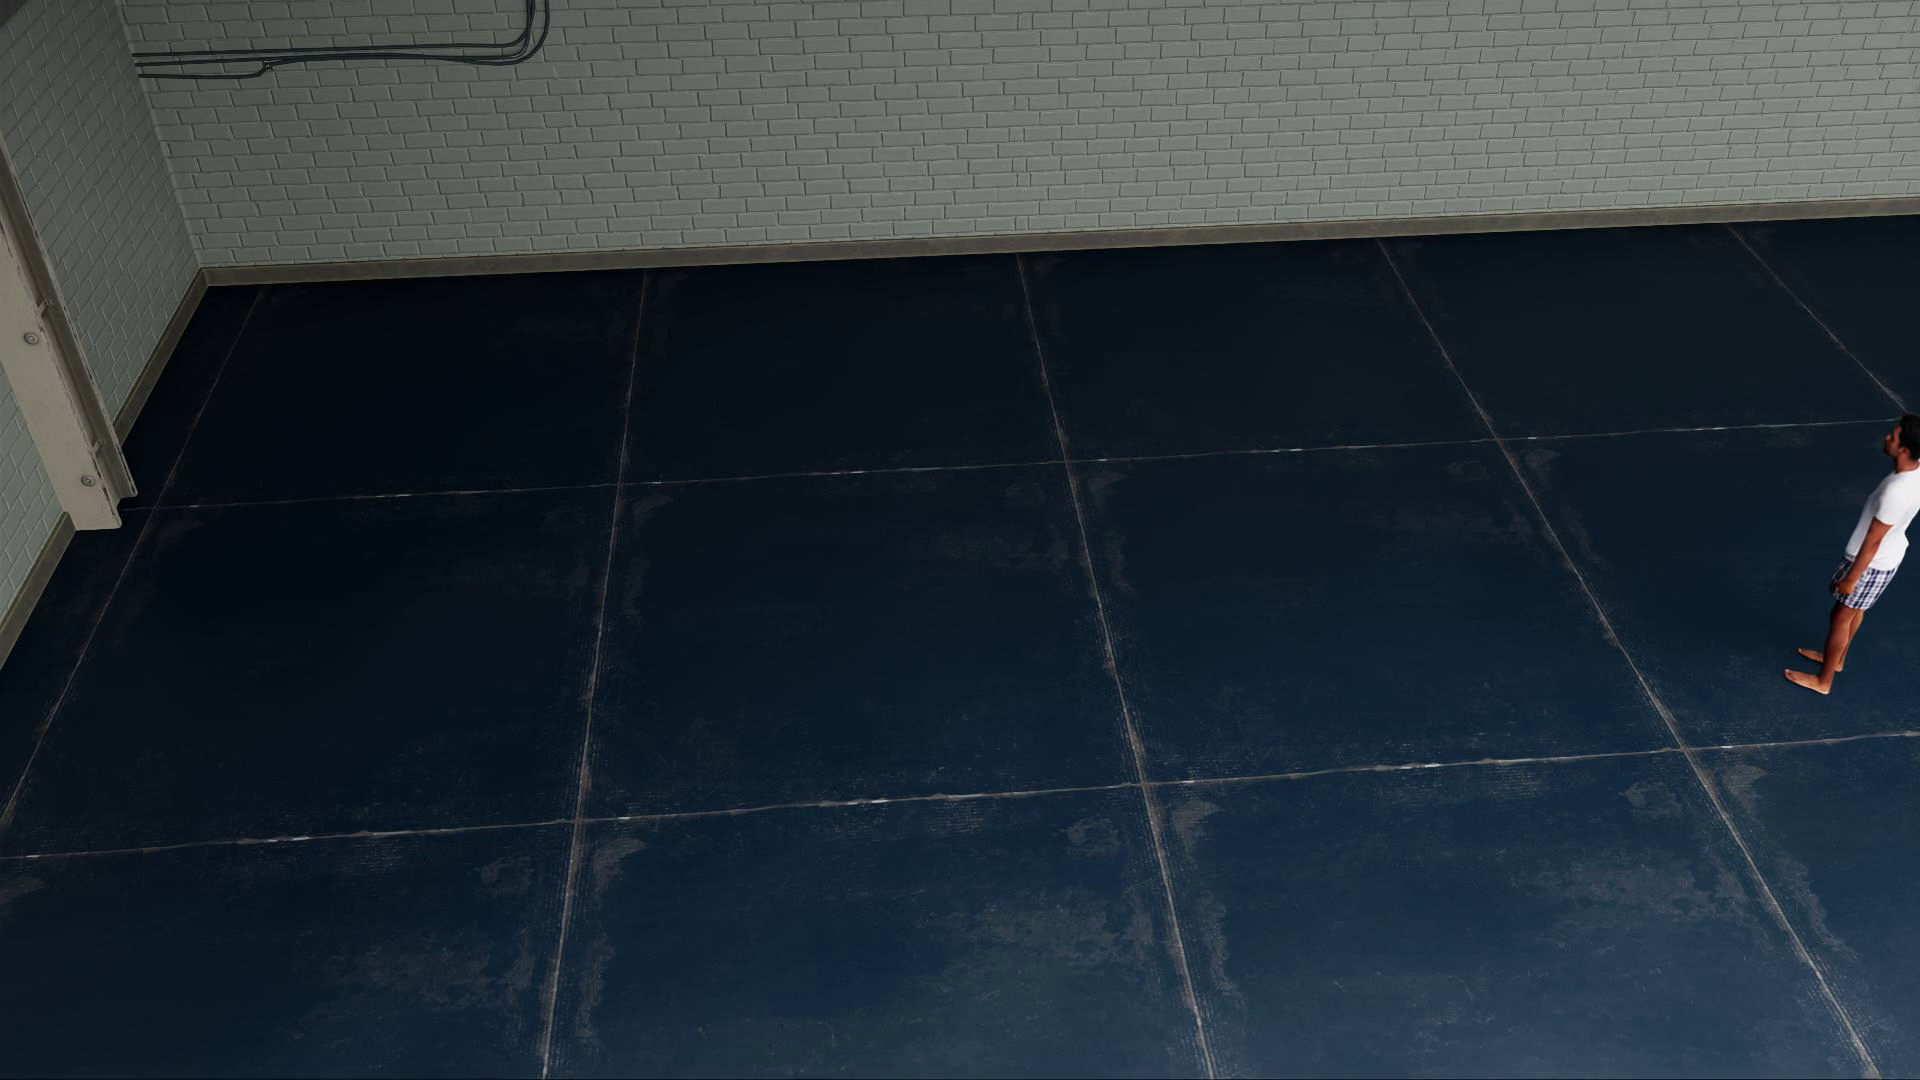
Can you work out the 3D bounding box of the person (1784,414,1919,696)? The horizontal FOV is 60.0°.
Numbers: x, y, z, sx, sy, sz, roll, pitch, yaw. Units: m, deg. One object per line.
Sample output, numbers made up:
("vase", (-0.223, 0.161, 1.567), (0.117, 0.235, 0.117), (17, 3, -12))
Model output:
("person", (4.969, 0.092, 9.061), (0.761, 1.729, 0.702), (28, 46, 31))
